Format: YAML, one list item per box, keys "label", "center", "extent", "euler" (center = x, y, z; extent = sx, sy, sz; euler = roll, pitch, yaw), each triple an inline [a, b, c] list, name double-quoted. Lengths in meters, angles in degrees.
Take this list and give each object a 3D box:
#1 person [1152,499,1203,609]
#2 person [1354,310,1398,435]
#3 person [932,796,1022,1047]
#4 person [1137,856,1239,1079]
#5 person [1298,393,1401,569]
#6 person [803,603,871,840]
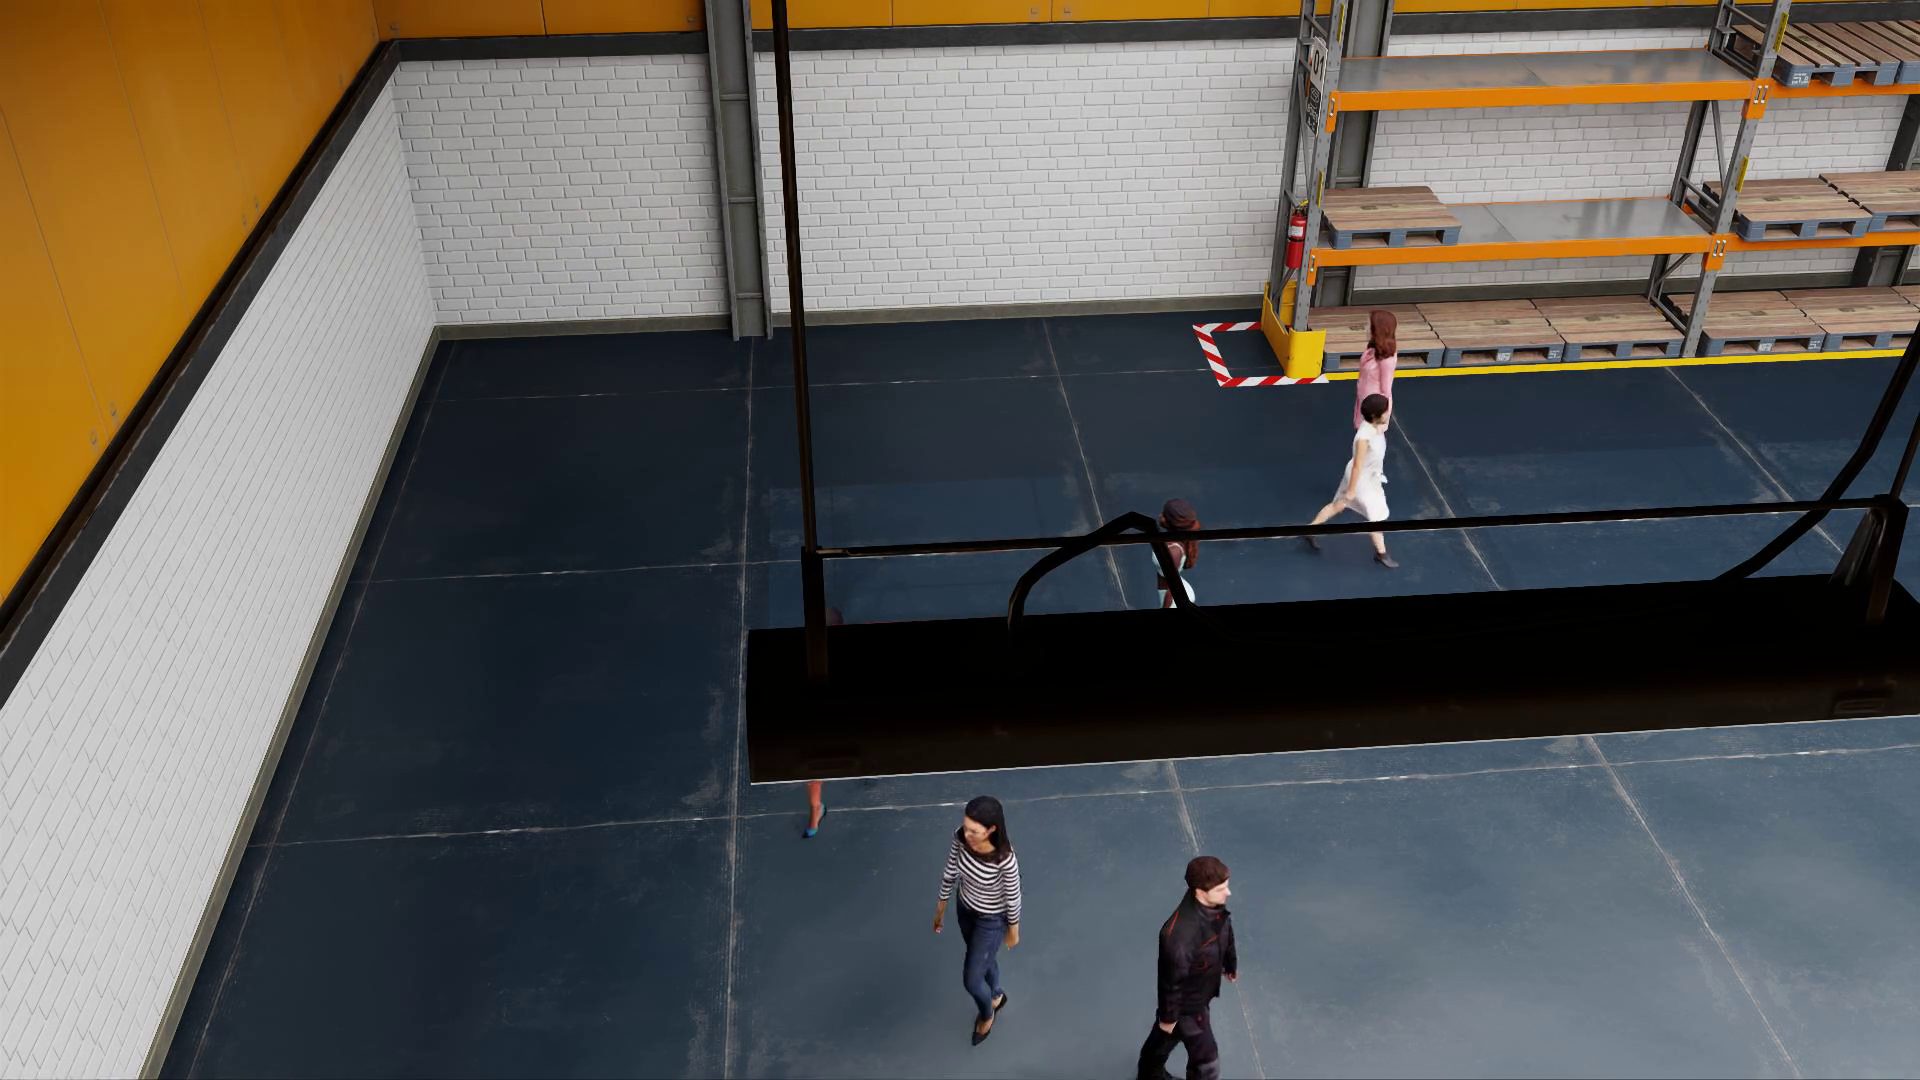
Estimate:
- label: "person"
  center: [1.490, 0.456, 11.592]
  extent: [0.656, 1.724, 0.645]
  euler: [12, 35, 17]
- label: "person"
  center: [3.448, -1.105, 13.870]
  extent: [0.508, 1.801, 0.605]
  euler: [-2, 34, -3]
- label: "person"
  center: [0.188, 2.045, 9.154]
  extent: [0.818, 1.776, 0.760]
  euler: [-27, 42, -35]
- label: "person"
  center: [1.116, 2.316, 8.713]
  extent: [1.086, 1.814, 0.990]
  euler: [14, 36, 20]
- label: "person"
  center: [3.090, -0.470, 13.179]
  extent: [1.112, 1.510, 0.802]
  euler: [9, 35, 14]
- label: "person"
  center: [-0.750, 1.078, 10.678]
  extent: [1.090, 1.699, 1.096]
  euler: [22, 40, 30]
